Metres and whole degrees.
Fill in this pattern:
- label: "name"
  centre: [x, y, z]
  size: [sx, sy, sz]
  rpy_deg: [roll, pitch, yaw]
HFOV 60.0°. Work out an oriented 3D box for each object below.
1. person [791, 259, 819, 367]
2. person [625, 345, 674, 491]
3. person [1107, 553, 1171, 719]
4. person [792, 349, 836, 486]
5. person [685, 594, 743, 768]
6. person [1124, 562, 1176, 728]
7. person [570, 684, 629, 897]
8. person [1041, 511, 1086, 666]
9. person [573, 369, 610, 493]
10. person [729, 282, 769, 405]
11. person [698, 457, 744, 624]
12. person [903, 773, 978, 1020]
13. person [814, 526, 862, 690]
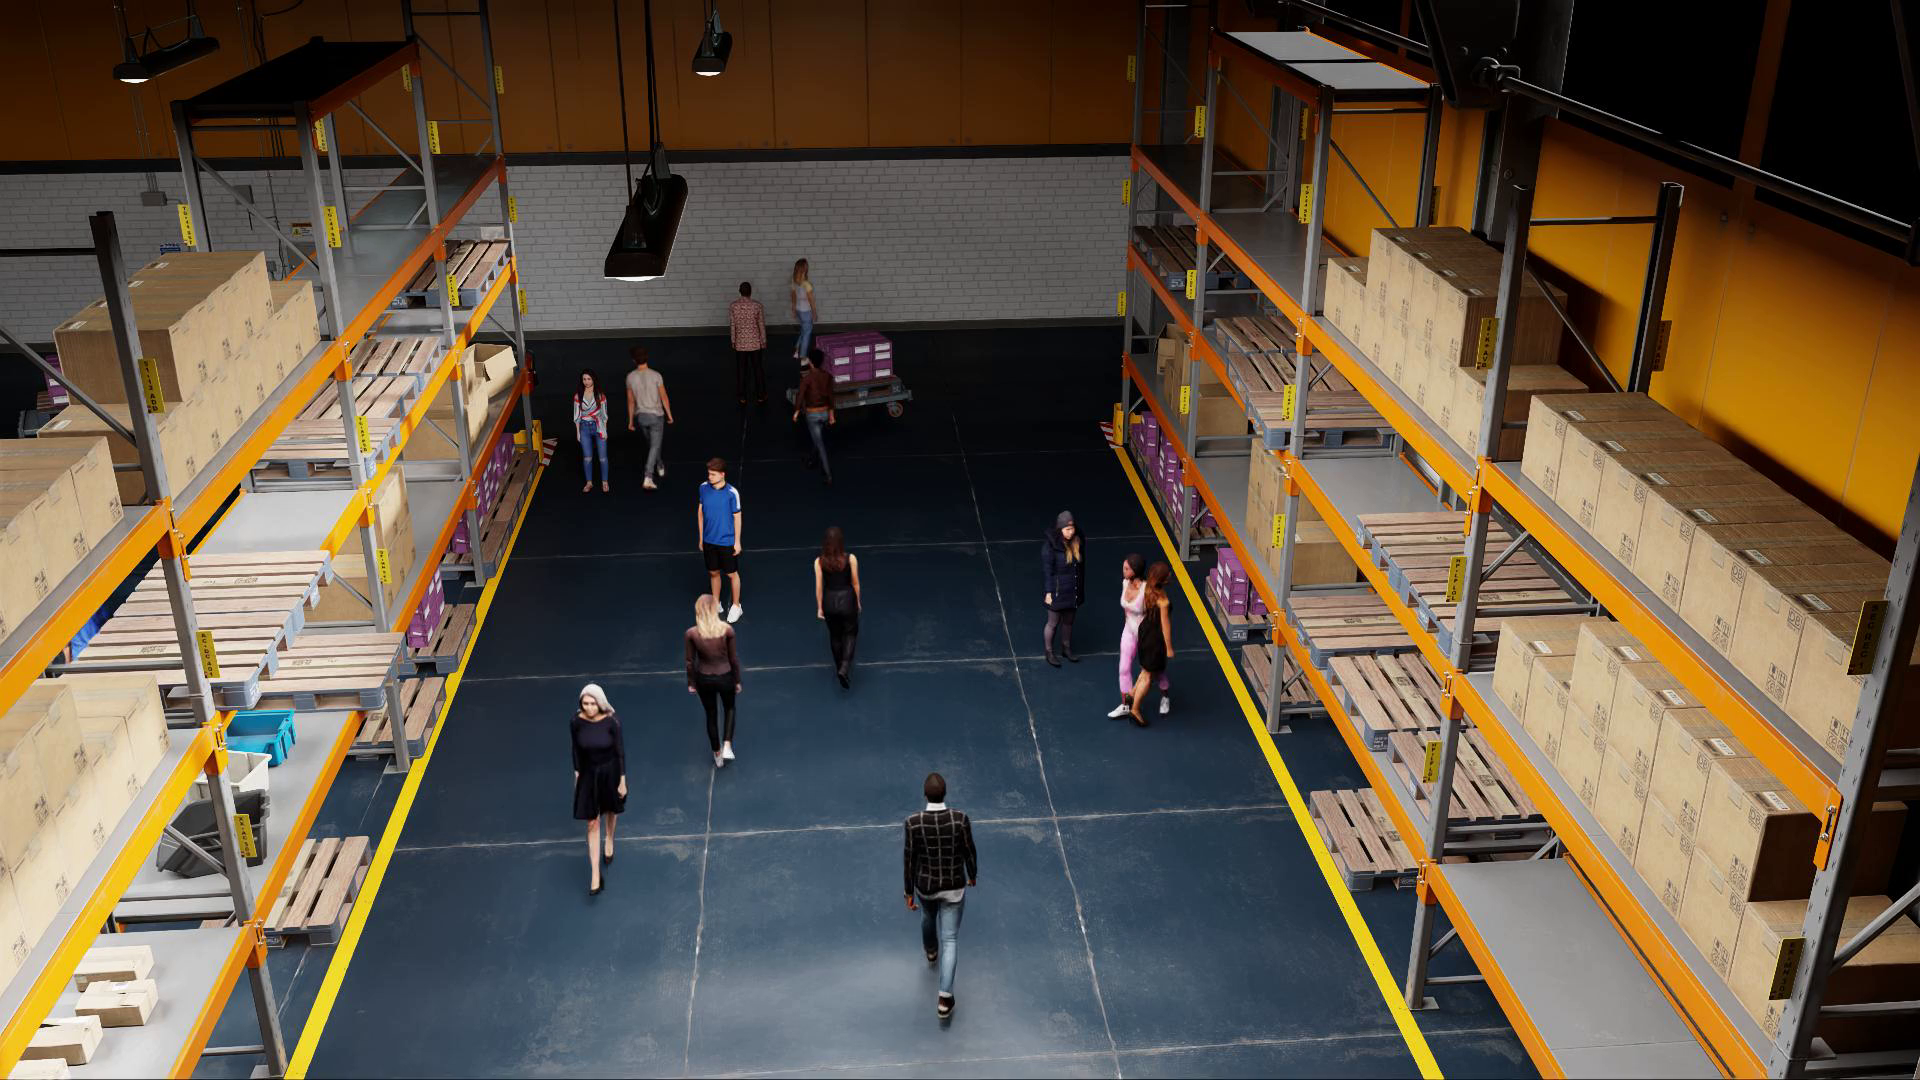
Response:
- label: "person"
  centre: [-2.499, -3.523, 25.929]
  size: [0.818, 1.715, 0.736]
  rpy_deg: [-17, 29, -34]
- label: "person"
  centre: [-3.969, -1.516, 21.179]
  size: [0.869, 1.842, 1.256]
  rpy_deg: [4, 24, 8]
- label: "person"
  centre: [1.772, 0.905, 15.811]
  size: [0.938, 1.706, 0.934]
  rpy_deg: [-20, 31, -38]
- label: "person"
  centre: [-1.792, -1.543, 21.381]
  size: [1.045, 1.730, 1.202]
  rpy_deg: [-18, 30, -36]
- label: "person"
  centre: [-2.195, 1.303, 14.913]
  size: [0.645, 1.695, 0.614]
  rpy_deg: [-4, 24, -8]
- label: "person"
  centre: [1.775, 0.986, 15.514]
  size: [0.773, 1.796, 0.602]
  rpy_deg: [-12, 26, -25]
- label: "person"
  centre: [-2.901, 1.913, 13.489]
  size: [0.579, 1.717, 1.031]
  rpy_deg: [-2, 24, -5]
- label: "person"
  centre: [1.039, 0.473, 16.836]
  size: [0.775, 1.675, 0.800]
  rpy_deg: [-15, 28, -31]
- label: "person"
  centre: [-4.687, -1.405, 21.208]
  size: [0.584, 1.614, 0.508]
  rpy_deg: [-3, 24, -6]
- label: "person"
  centre: [-3.100, -2.895, 24.377]
  size: [0.684, 1.808, 0.593]
  rpy_deg: [-1, 24, -1]
- label: "person"
  centre: [-2.546, -0.028, 17.744]
  size: [0.736, 1.866, 0.726]
  rpy_deg: [8, 25, 18]
- label: "person"
  centre: [-0.137, 2.561, 11.937]
  size: [0.812, 1.774, 1.260]
  rpy_deg: [2, 24, 4]
- label: "person"
  centre: [-1.183, 0.687, 16.346]
  size: [0.639, 1.676, 0.940]
  rpy_deg: [-1, 24, -1]
